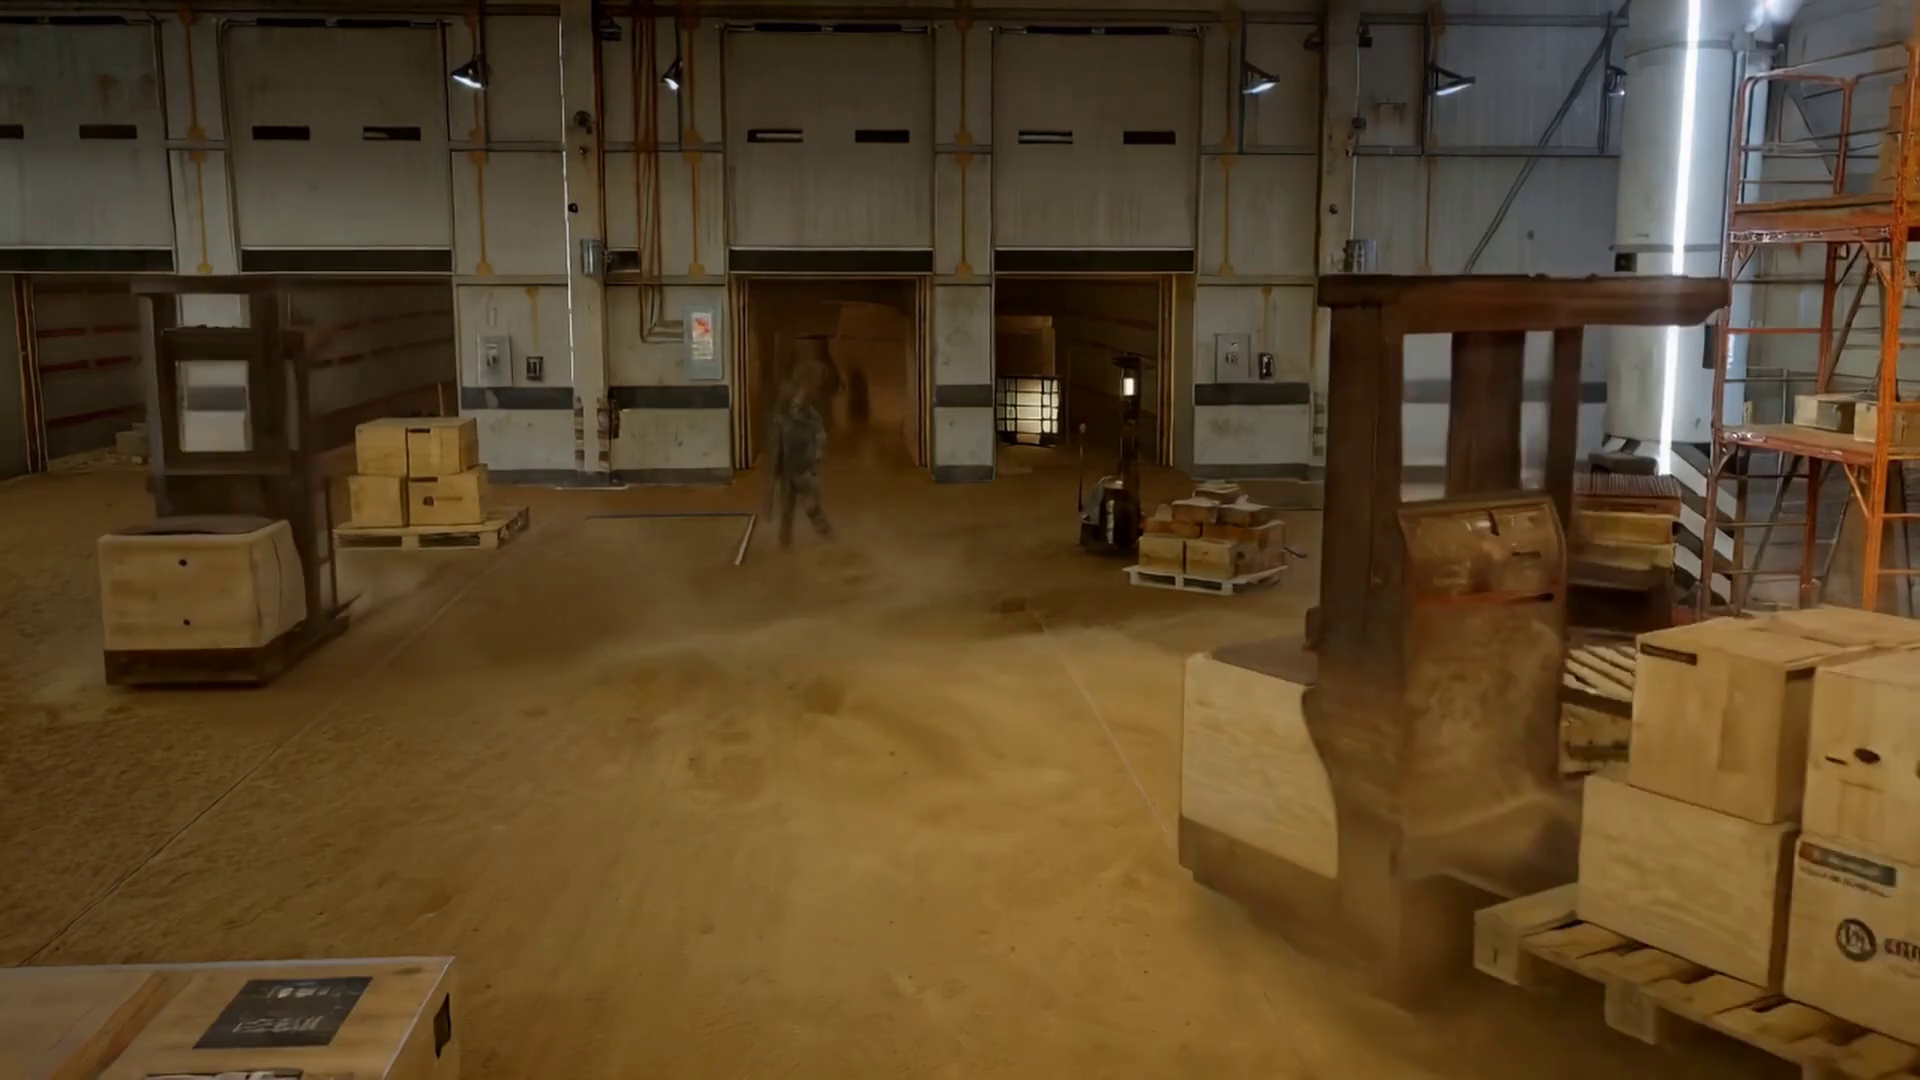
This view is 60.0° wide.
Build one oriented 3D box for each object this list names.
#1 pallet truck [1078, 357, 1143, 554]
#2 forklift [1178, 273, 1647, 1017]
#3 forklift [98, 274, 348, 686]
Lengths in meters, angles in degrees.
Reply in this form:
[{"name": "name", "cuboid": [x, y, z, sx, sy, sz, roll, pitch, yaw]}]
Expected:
[{"name": "pallet truck", "cuboid": [2.088, -0.836, 16.757, 1.885, 1.965, 0.823, 2, 9, 13]}, {"name": "forklift", "cuboid": [1.922, 0.263, 7.094, 1.129, 2.768, 1.873, -6, 11, -32]}, {"name": "forklift", "cuboid": [-5.292, -0.499, 11.879, 1.129, 2.768, 1.873, -1, 9, -4]}]
